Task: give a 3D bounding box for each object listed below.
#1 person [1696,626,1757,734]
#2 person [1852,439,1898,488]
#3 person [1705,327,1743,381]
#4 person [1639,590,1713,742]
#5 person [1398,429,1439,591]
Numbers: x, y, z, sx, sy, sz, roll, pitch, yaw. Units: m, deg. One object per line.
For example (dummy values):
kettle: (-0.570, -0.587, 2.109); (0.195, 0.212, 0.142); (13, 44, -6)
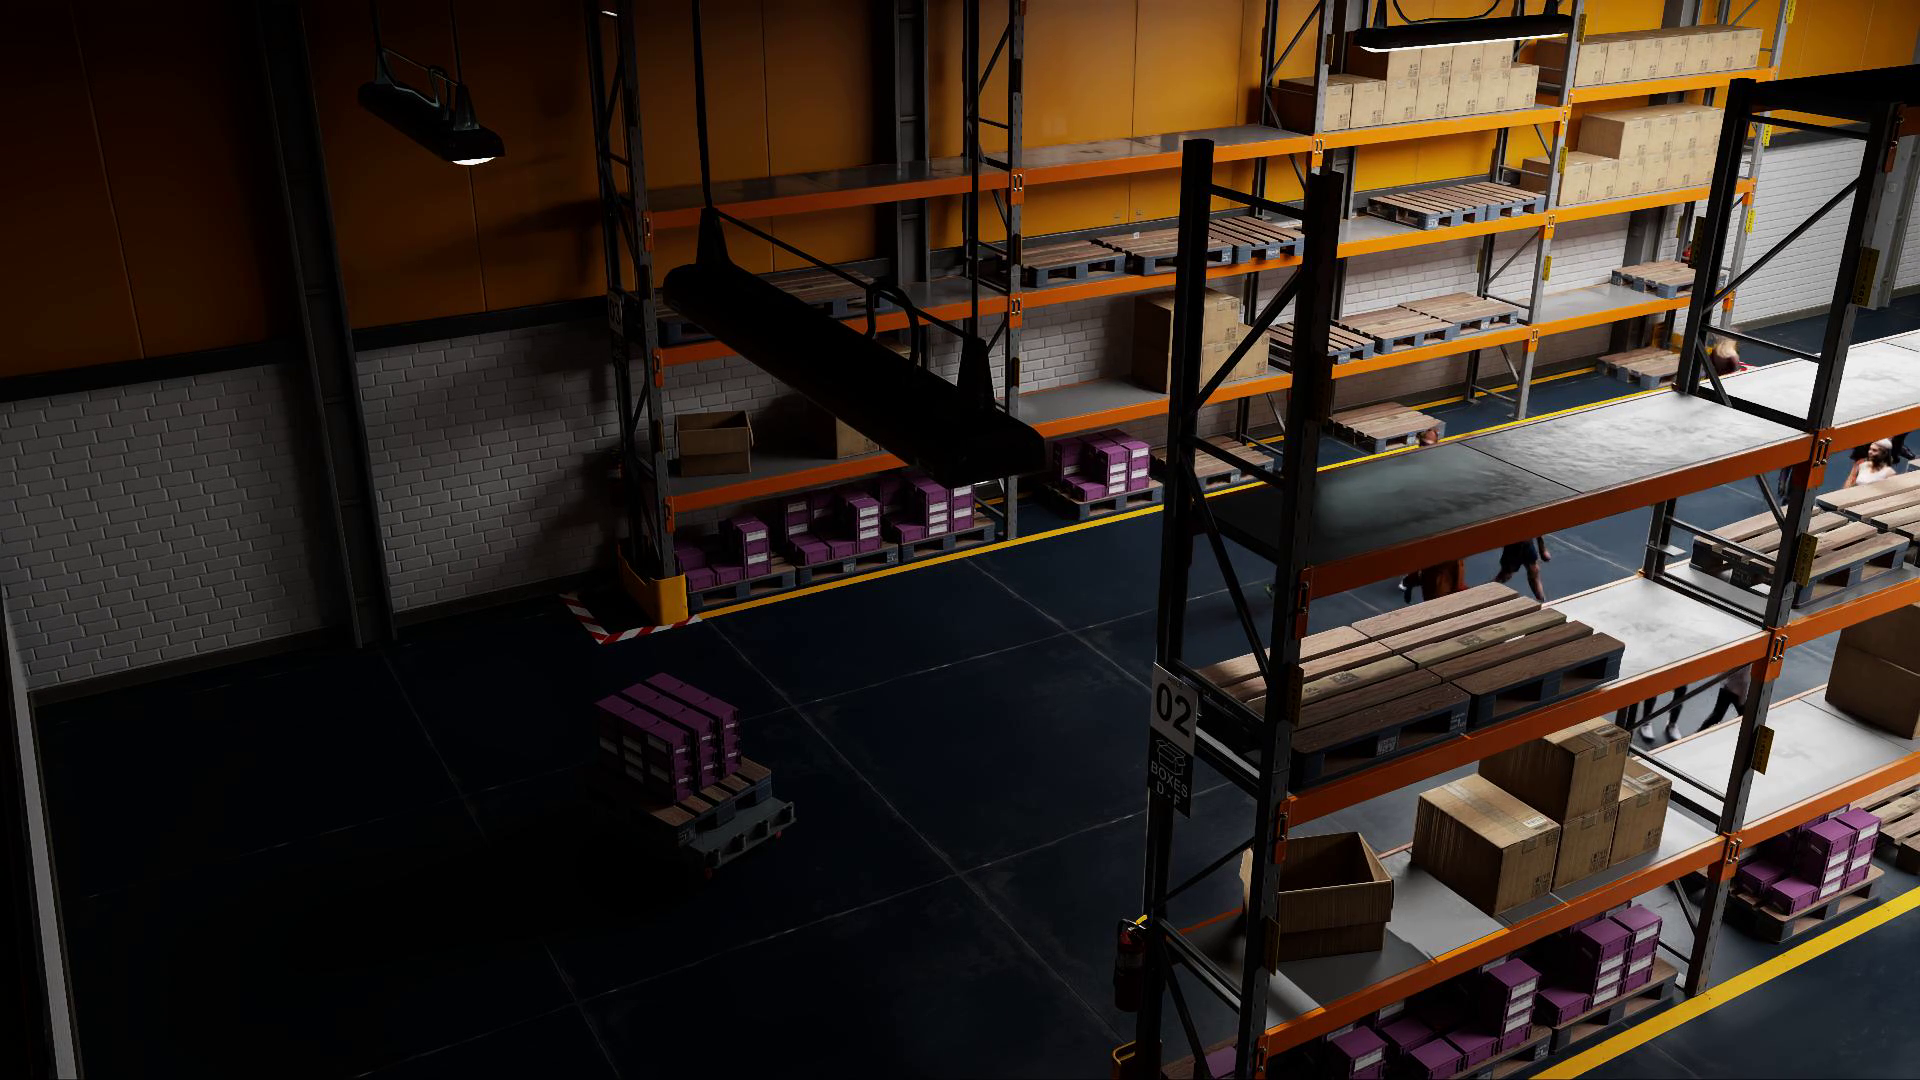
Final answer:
person: (6.464, 1.289, 14.011); (0.933, 1.265, 0.640); (-6, 24, -14)
person: (9.343, -0.241, 16.986); (0.721, 1.687, 0.698); (-6, 24, -13)
person: (9.283, -1.779, 20.544); (1.167, 1.655, 0.878); (-4, 24, -9)
person: (6.174, 0.927, 14.299); (0.624, 1.699, 0.705); (4, 24, 9)
person: (4.770, -0.332, 17.129); (0.775, 1.739, 0.879); (15, 28, 30)
